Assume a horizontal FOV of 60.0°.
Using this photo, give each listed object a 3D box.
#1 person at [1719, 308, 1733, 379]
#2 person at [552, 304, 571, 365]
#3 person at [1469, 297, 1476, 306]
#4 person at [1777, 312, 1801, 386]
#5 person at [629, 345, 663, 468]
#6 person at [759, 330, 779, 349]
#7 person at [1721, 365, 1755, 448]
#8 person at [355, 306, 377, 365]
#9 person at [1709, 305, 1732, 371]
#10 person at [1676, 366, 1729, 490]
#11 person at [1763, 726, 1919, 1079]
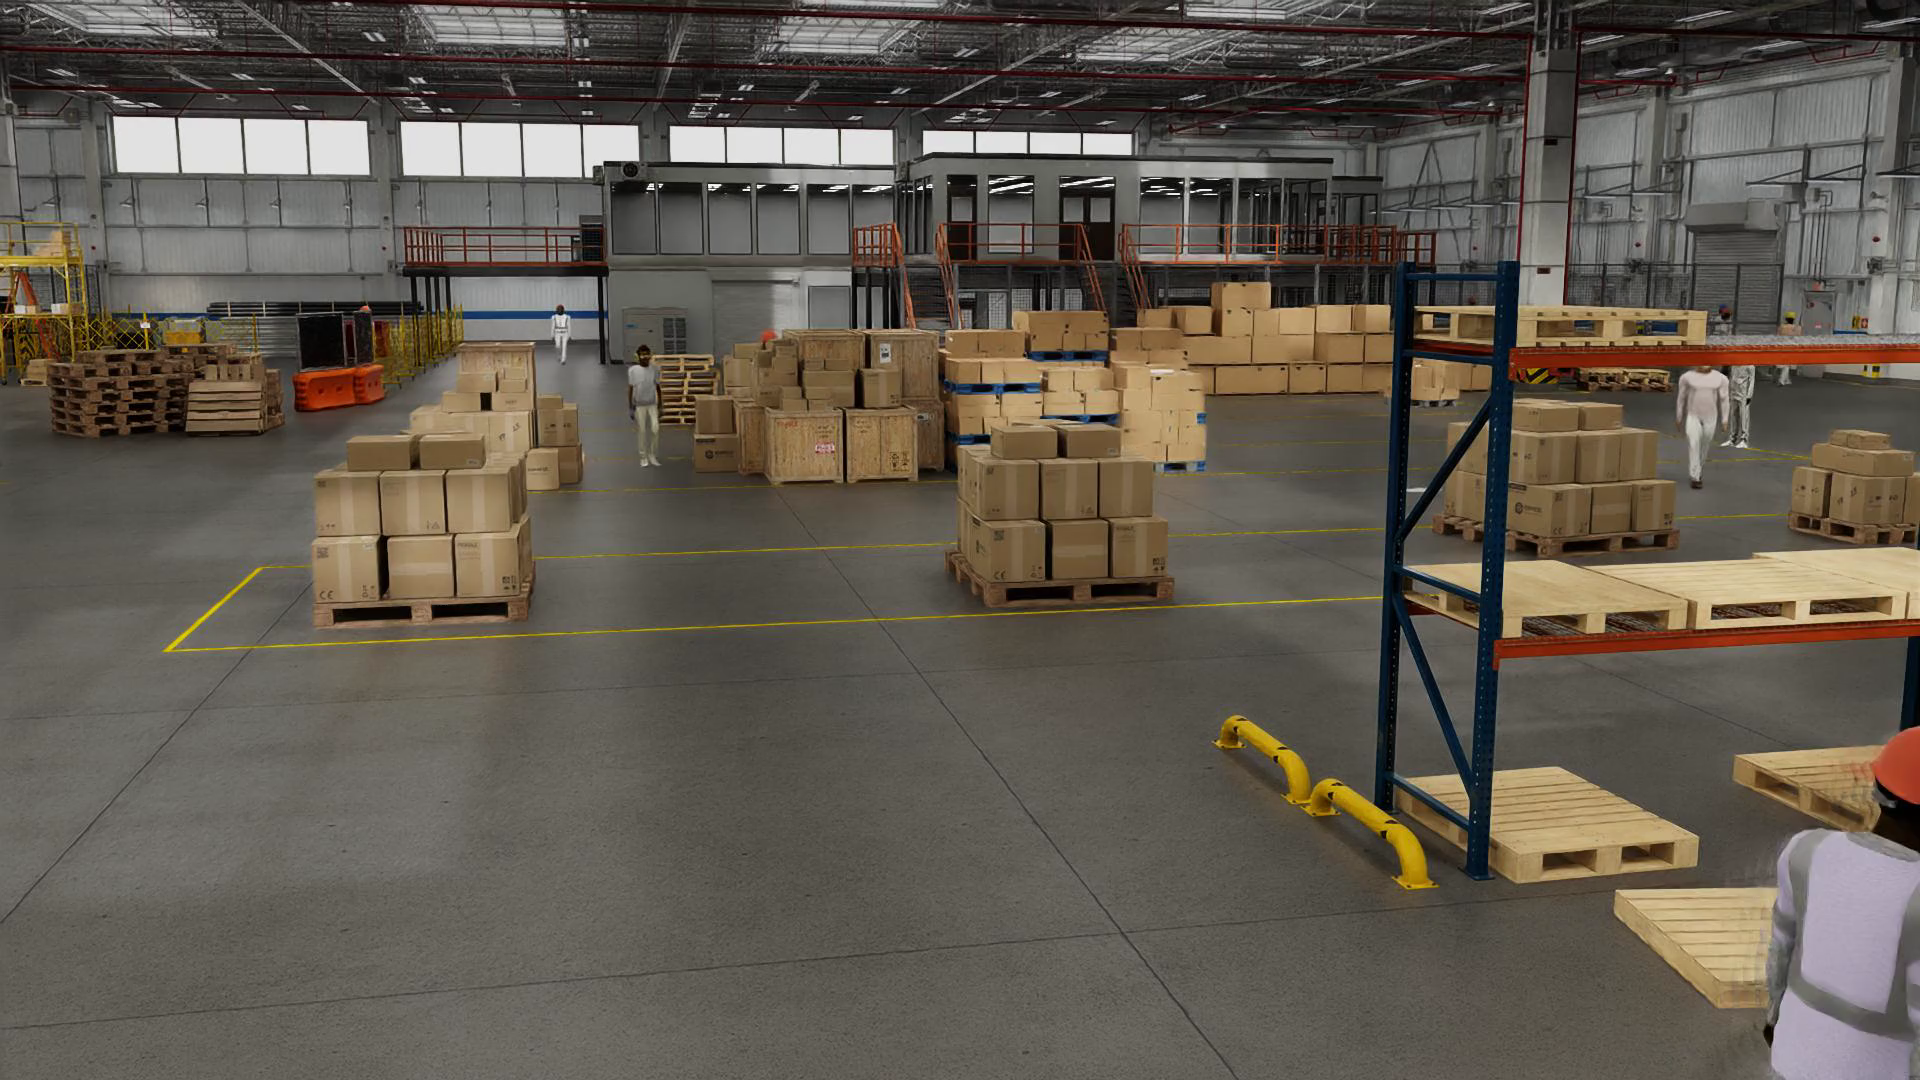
[{"bbox_3d":[20.522,-5.284,44.748,0.527,1.919,0.574,9,13,43],"label":"person"},{"bbox_3d":[-12.236,-6.290,51.048,0.578,1.872,0.405,-1,9,-7],"label":"person"},{"bbox_3d":[18.381,-7.734,59.634,0.637,1.940,1.014,0,9,-1],"label":"person"},{"bbox_3d":[21.025,-4.857,42.251,0.956,1.890,0.589,-7,12,-37],"label":"person"},{"bbox_3d":[-4.685,-1.992,24.915,0.552,1.844,0.720,-4,10,-23],"label":"person"},{"bbox_3d":[-3.068,-2.437,27.200,0.393,1.986,0.608,0,9,-1],"label":"person"},{"bbox_3d":[12.992,-2.404,27.736,0.308,1.741,0.494,-3,10,-19],"label":"person"},{"bbox_3d":[-14.981,-4.890,42.009,0.609,2.034,0.397,3,10,16],"label":"person"},{"bbox_3d":[21.602,-5.702,47.224,0.612,1.943,0.404,8,12,40],"label":"person"},{"bbox_3d":[10.148,-1.655,22.742,0.647,1.893,1.011,3,10,16],"label":"person"},{"bbox_3d":[2.350,1.360,4.348,0.983,1.872,0.660,-6,11,-32],"label":"person"}]
